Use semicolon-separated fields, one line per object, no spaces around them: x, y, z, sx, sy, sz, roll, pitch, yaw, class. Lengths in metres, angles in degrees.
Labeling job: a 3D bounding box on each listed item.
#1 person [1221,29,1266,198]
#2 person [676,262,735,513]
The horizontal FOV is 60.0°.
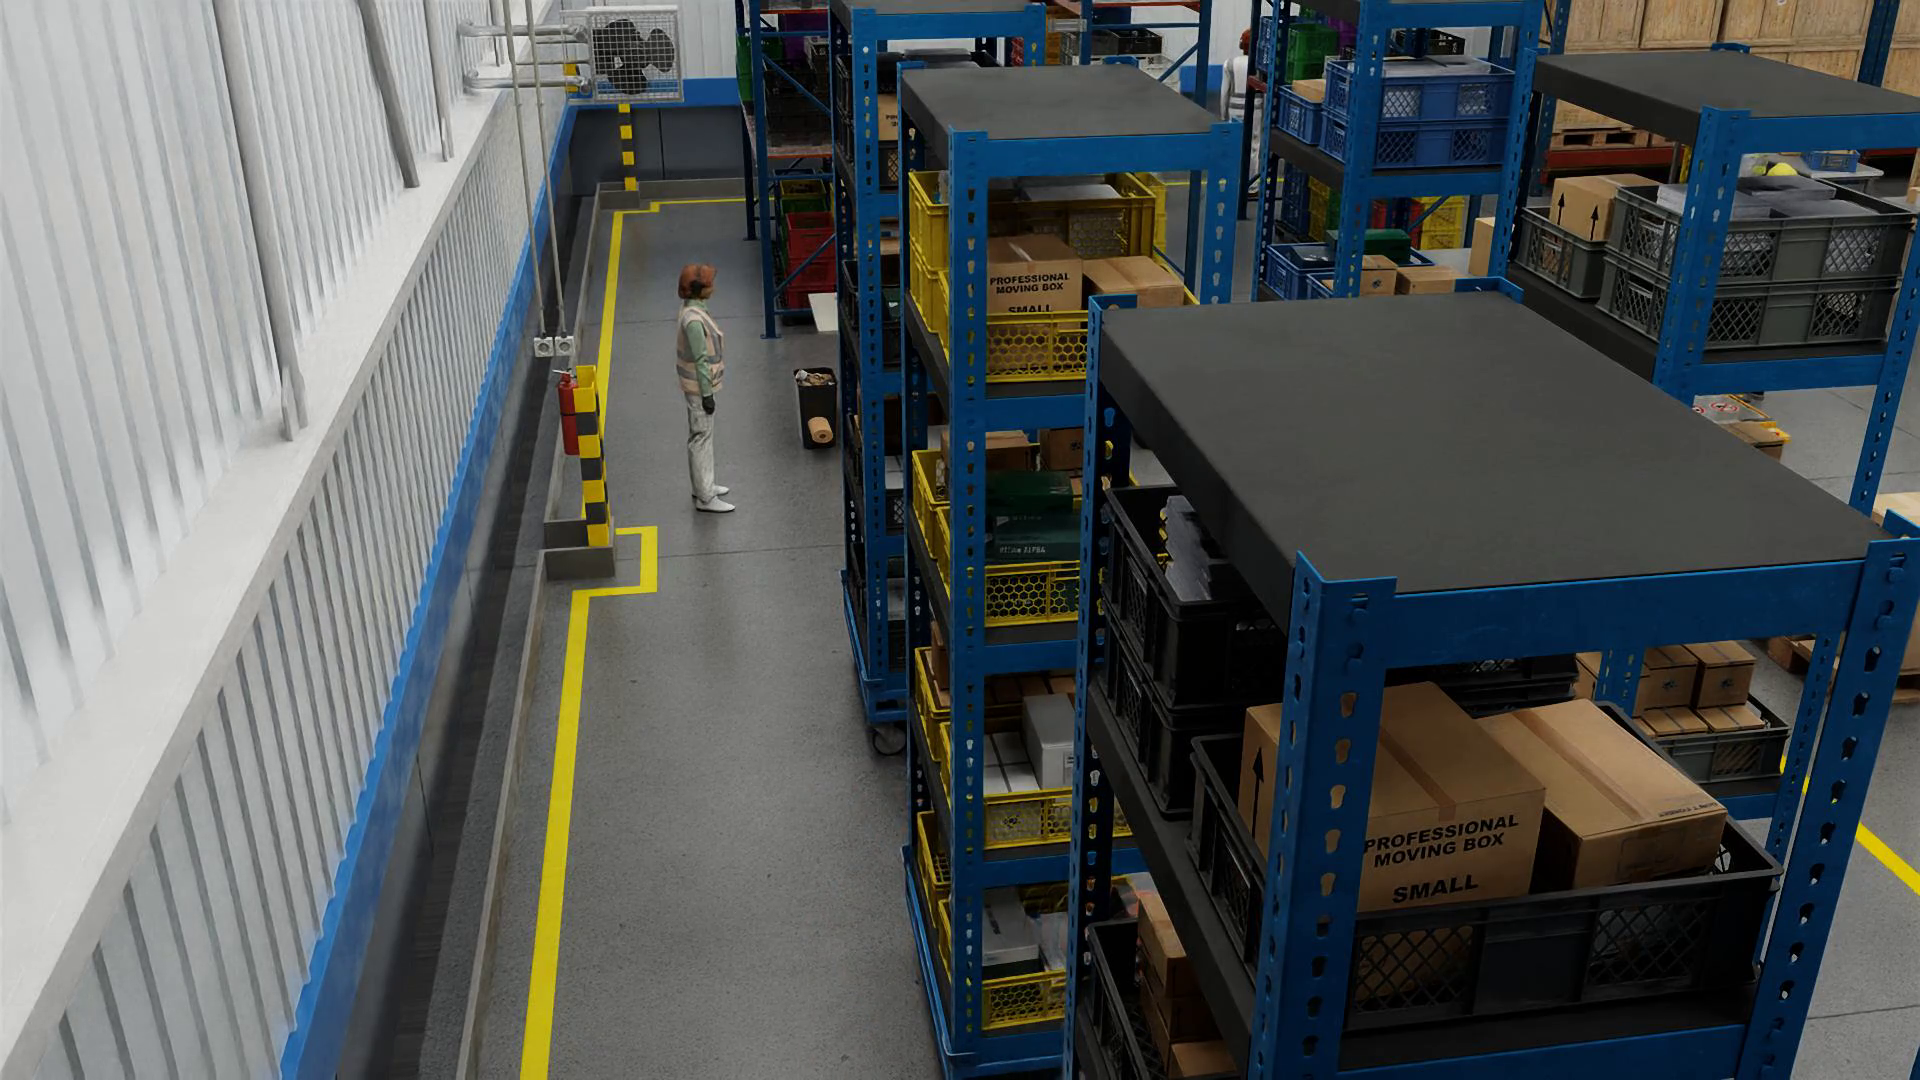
3.215;-4.774;18.725;0.574;1.887;0.356;9;26;18;person
-1.675;-0.989;10.789;0.307;1.640;0.513;-6;25;-12;person
